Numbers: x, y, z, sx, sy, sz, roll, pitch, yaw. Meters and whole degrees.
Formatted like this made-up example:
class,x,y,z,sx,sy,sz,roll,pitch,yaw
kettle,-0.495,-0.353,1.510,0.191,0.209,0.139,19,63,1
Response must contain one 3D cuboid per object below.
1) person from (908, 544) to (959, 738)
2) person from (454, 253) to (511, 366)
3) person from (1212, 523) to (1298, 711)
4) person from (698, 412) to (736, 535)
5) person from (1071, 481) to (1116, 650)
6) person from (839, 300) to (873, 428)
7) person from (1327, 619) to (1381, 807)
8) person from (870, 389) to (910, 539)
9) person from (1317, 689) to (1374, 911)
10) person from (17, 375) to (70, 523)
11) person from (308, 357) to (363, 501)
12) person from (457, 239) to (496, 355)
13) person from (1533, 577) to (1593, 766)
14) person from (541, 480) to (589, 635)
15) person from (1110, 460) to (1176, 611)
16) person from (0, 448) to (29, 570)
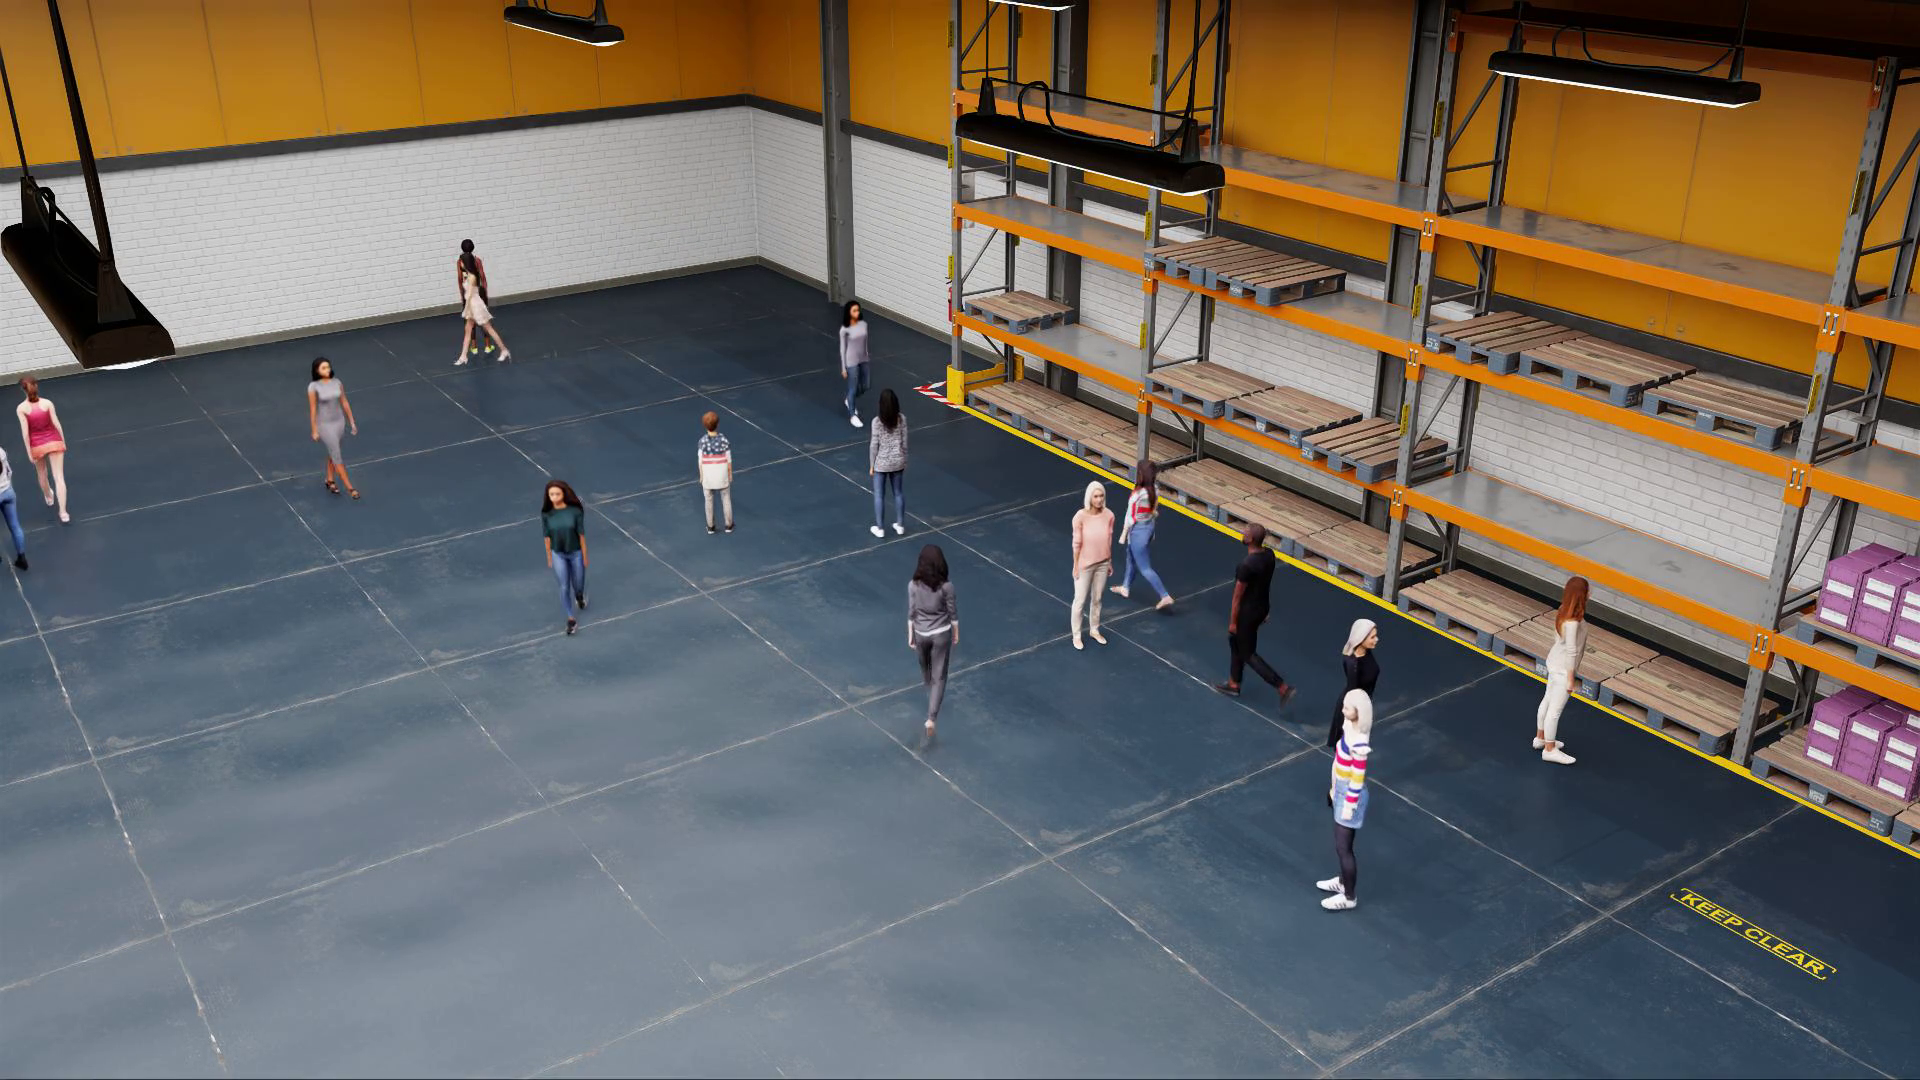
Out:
class,x,y,z,sx,sy,sz,roll,pitch,yaw
person,-0.259,0.912,14.787,1.087,1.727,1.157,4,24,9
person,-7.071,-3.381,24.673,0.814,1.674,1.050,-8,25,-17
person,2.717,0.725,15.135,1.205,1.791,0.902,17,29,33
person,-2.795,-0.775,19.005,0.586,1.439,0.594,-3,24,-7
person,1.297,0.225,16.363,0.647,1.724,0.590,-9,25,-20
person,-1.459,-2.393,22.354,0.656,1.723,0.743,-19,30,-36
person,3.220,1.424,13.597,0.707,1.741,0.690,12,26,25
person,-0.808,-0.877,18.876,0.651,1.731,0.580,-11,26,-23
person,2.921,1.911,12.401,0.773,1.808,0.686,2,24,4
person,-10.577,-1.035,19.260,0.681,1.713,1.129,-11,26,-24
person,-7.580,-1.342,19.917,1.120,1.748,0.826,17,29,34
person,-7.404,-3.716,25.340,0.632,1.754,0.632,-4,24,-9
person,5.198,1.102,14.369,0.754,1.713,0.685,3,24,7
person,-3.945,0.129,16.734,0.810,1.602,0.936,-2,24,-5
person,1.931,-0.028,17.117,1.115,1.584,0.817,16,28,32
person,-10.367,-0.431,18.013,0.928,1.604,0.768,17,29,34
